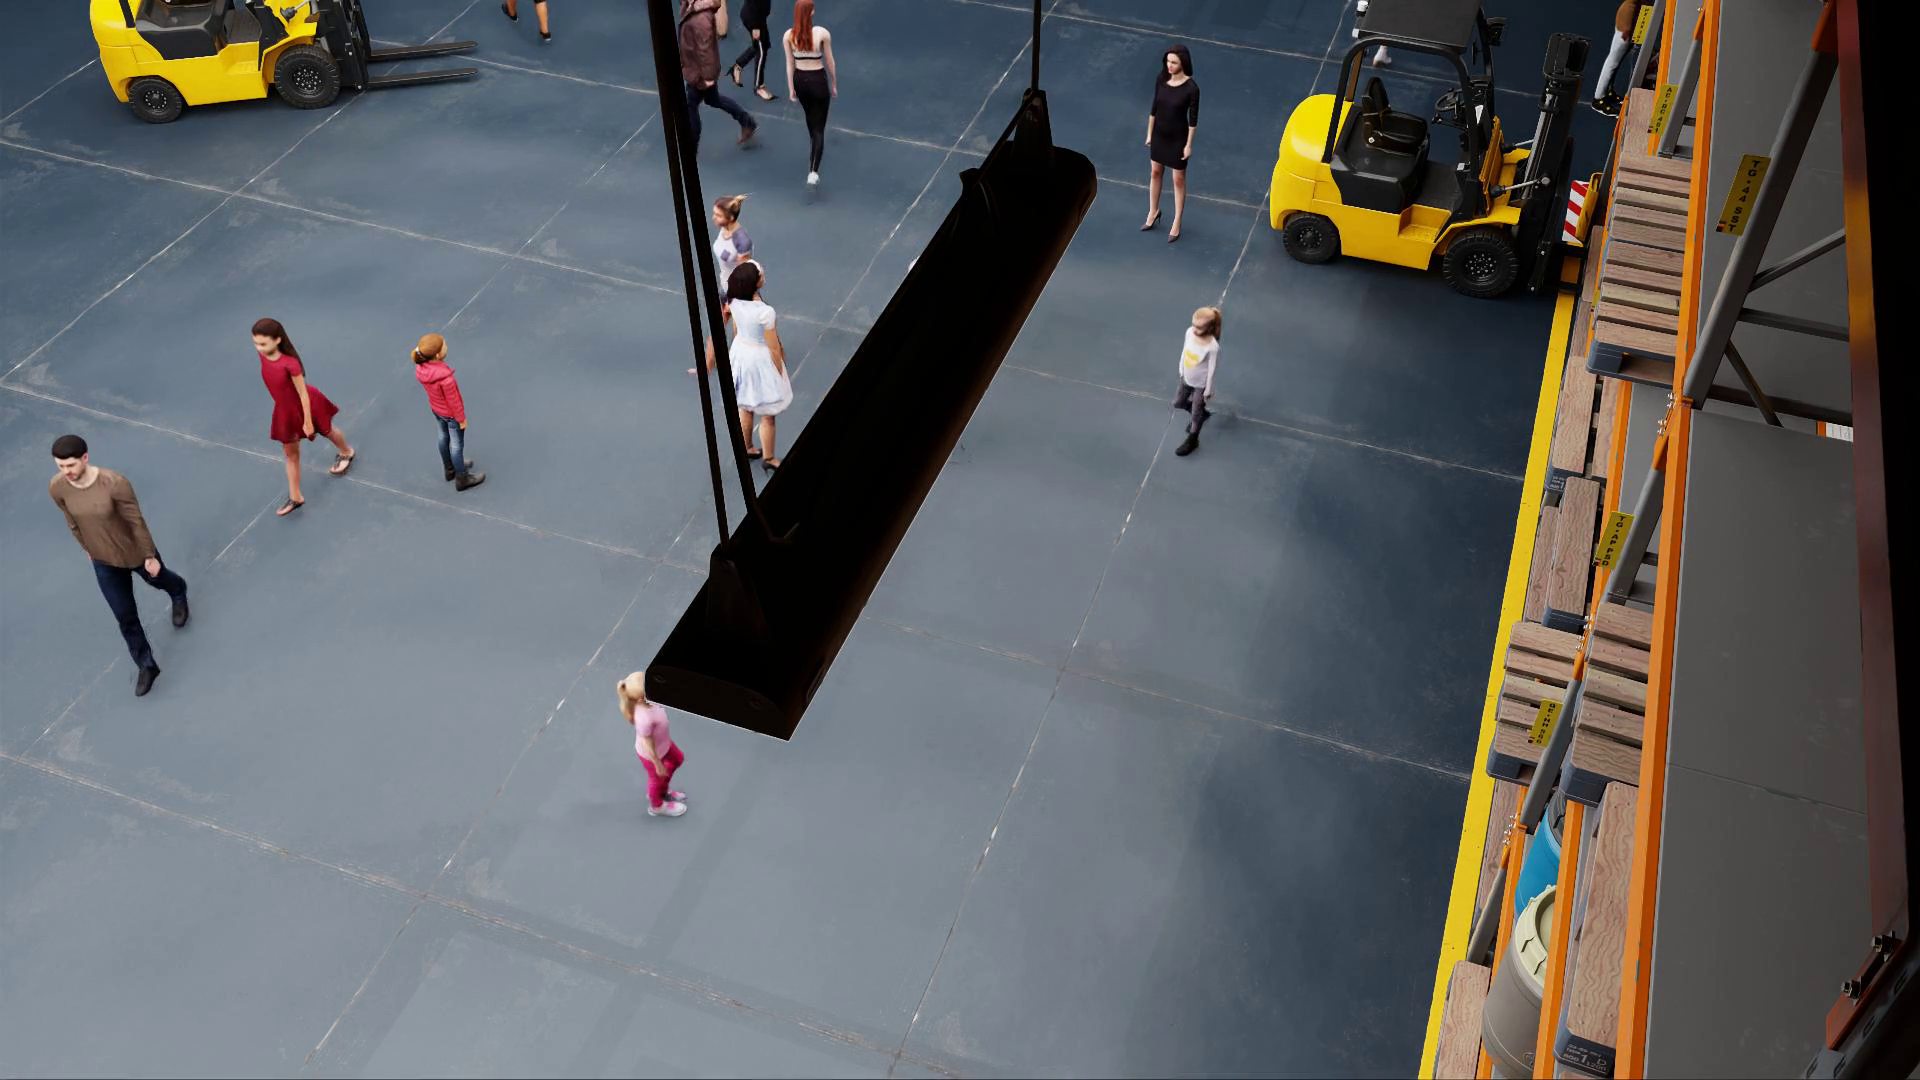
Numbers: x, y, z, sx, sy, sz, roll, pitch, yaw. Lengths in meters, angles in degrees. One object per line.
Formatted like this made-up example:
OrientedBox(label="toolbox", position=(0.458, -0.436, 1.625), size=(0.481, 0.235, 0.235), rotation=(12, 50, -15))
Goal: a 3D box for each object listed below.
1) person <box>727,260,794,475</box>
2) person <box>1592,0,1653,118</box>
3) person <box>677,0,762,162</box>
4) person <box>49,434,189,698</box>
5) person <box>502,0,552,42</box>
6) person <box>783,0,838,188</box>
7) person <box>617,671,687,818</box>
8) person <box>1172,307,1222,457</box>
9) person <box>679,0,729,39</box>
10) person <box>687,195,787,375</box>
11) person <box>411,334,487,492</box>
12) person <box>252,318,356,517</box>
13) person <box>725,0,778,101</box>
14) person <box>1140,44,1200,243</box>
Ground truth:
OrientedBox(label="person", position=(-1.460, -1.230, 11.962), size=(0.785, 1.816, 0.820), rotation=(27, 50, 25))
OrientedBox(label="person", position=(6.415, -4.989, 15.909), size=(0.755, 1.816, 0.586), rotation=(27, 50, 25))
OrientedBox(label="person", position=(-2.294, -4.349, 15.238), size=(1.206, 1.815, 1.229), rotation=(-10, 45, -10))
OrientedBox(label="person", position=(-5.320, 0.014, 10.634), size=(1.022, 1.848, 1.271), rotation=(-5, 44, -6))
OrientedBox(label="person", position=(-4.482, -5.909, 17.016), size=(1.119, 1.620, 1.085), rotation=(-25, 49, -24))
OrientedBox(label="person", position=(-1.335, -3.994, 14.950), size=(0.802, 1.698, 1.259), rotation=(5, 44, 5))
OrientedBox(label="person", position=(-1.861, 1.211, 9.800), size=(0.644, 1.266, 0.551), rotation=(-1, 44, -1))
OrientedBox(label="person", position=(1.809, -1.210, 12.338), size=(0.725, 1.270, 0.637), rotation=(-29, 51, -27))
OrientedBox(label="person", position=(-2.659, -6.021, 17.017), size=(1.175, 1.781, 1.239), rotation=(-17, 46, -17))
OrientedBox(label="person", position=(-1.636, -1.946, 12.896), size=(1.100, 1.566, 0.948), rotation=(-25, 49, -24))
OrientedBox(label="person", position=(-3.722, -0.931, 12.013), size=(0.572, 1.314, 0.590), rotation=(33, 53, 30))
OrientedBox(label="person", position=(-4.698, -0.993, 11.939), size=(0.553, 1.507, 1.047), rotation=(15, 46, 15))
OrientedBox(label="person", position=(-2.048, -5.025, 16.042), size=(0.843, 1.684, 0.812), rotation=(4, 44, 4))
OrientedBox(label="person", position=(1.811, -3.407, 14.257), size=(0.656, 1.805, 0.604), rotation=(31, 51, 28))
